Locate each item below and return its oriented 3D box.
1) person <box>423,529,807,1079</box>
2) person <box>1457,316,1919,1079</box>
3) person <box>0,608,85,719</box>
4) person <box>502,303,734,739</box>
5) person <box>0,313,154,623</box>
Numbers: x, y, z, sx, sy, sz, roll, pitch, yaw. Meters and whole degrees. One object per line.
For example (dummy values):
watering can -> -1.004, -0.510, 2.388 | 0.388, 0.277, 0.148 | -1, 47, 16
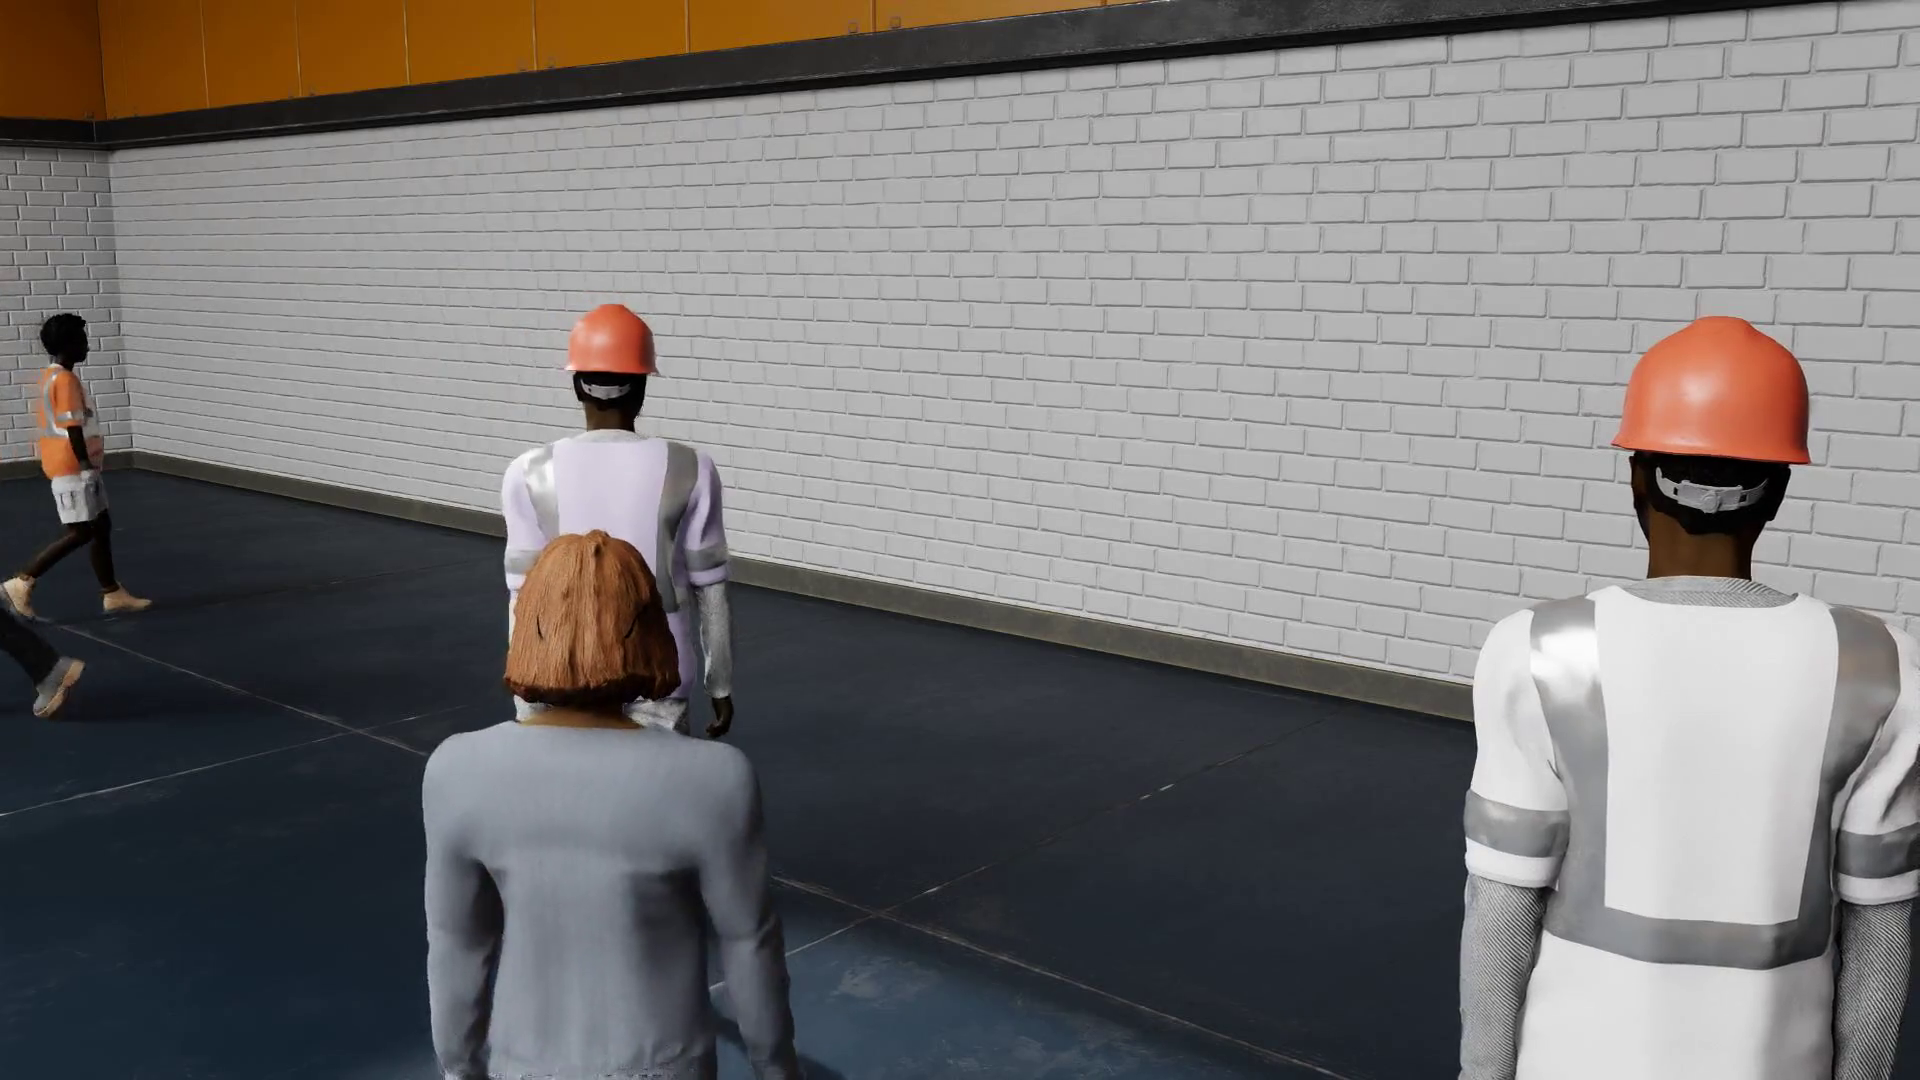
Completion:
person -> -0.506, 0.788, 2.470 | 0.522, 1.631, 0.351 | 2, 10, 11
person -> 0.931, 0.679, 2.208 | 0.552, 1.935, 0.374 | 2, 10, 10
person -> -4.238, -0.171, 6.988 | 0.923, 1.967, 0.616 | -1, 10, -7
person -> -0.860, 0.351, 4.234 | 0.559, 1.894, 0.985 | -1, 10, -7
person -> -4.827, -0.385, 8.979 | 0.696, 1.679, 0.548 | -5, 11, -27
